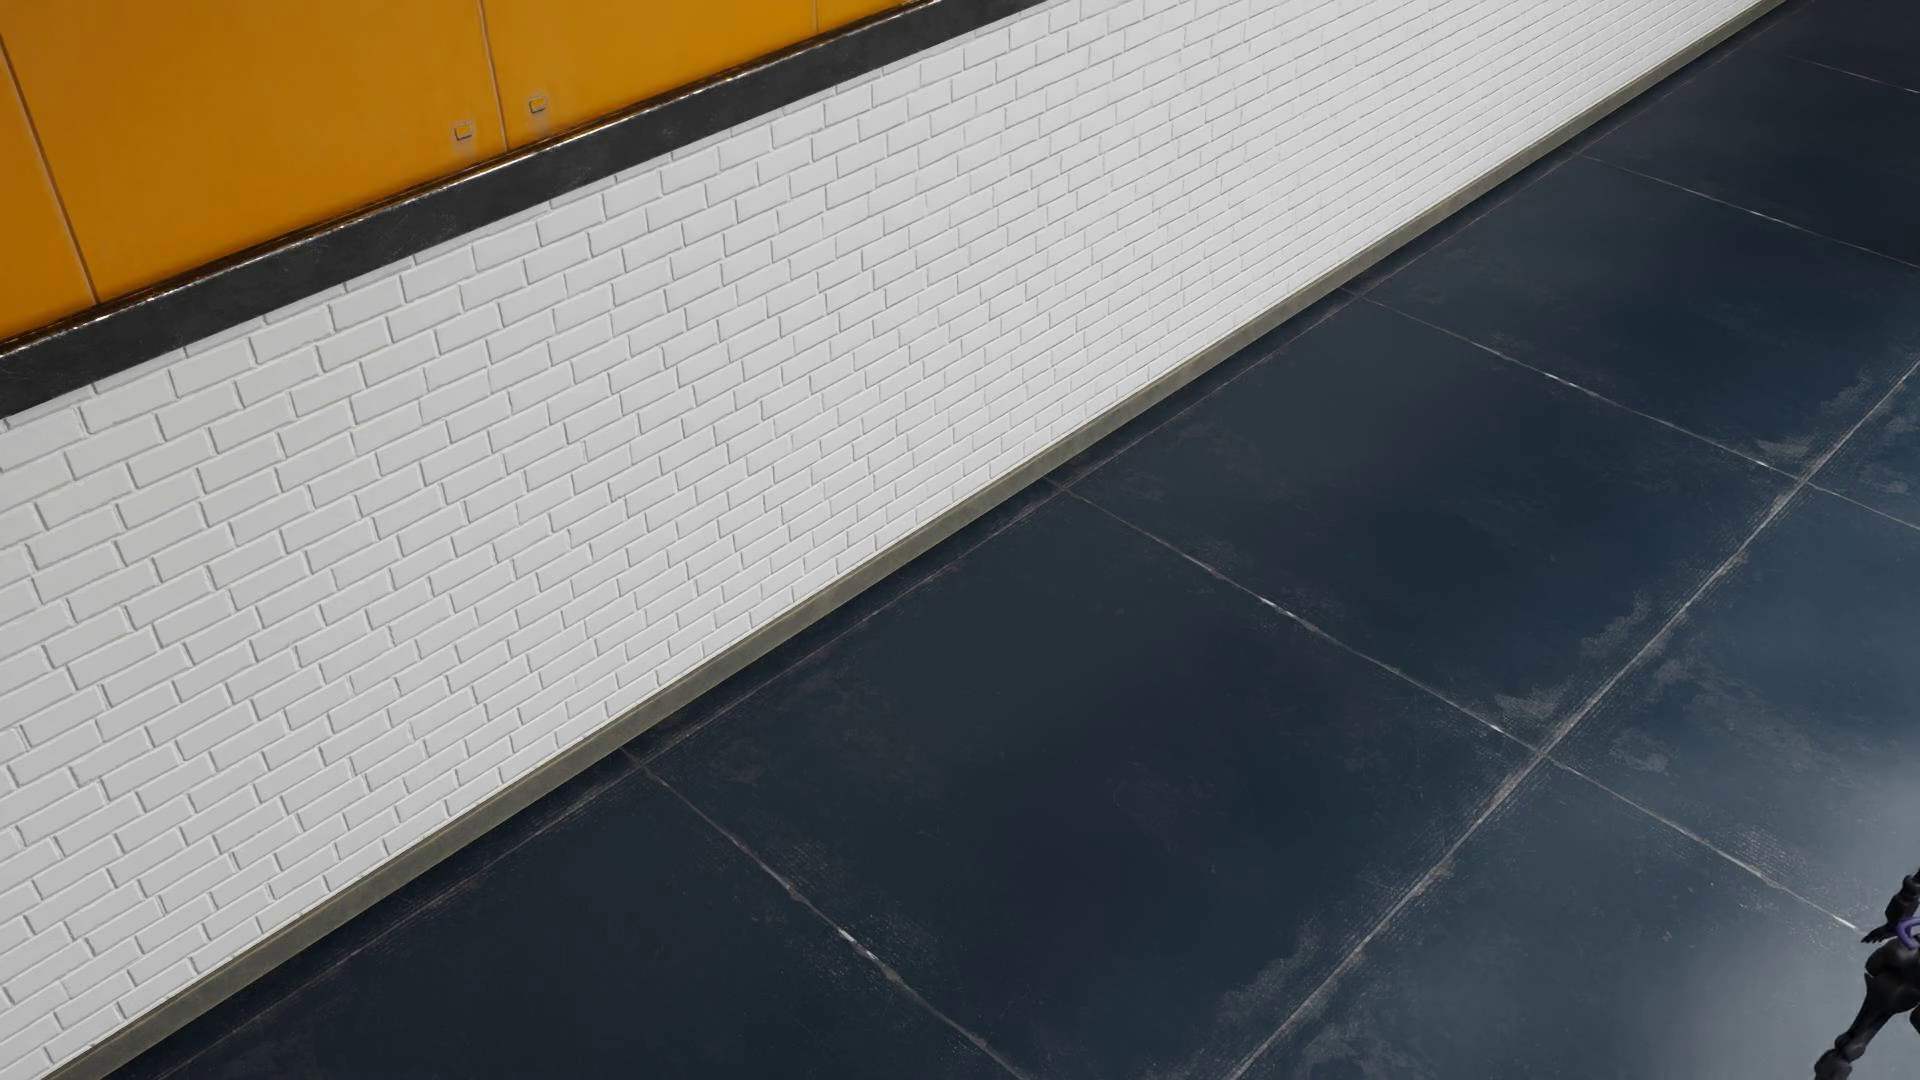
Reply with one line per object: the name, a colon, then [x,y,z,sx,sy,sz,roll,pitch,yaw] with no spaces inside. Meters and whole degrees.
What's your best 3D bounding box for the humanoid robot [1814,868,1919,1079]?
humanoid robot: [3.470,1.552,5.899,0.794,1.619,0.608,-13,40,-15]
